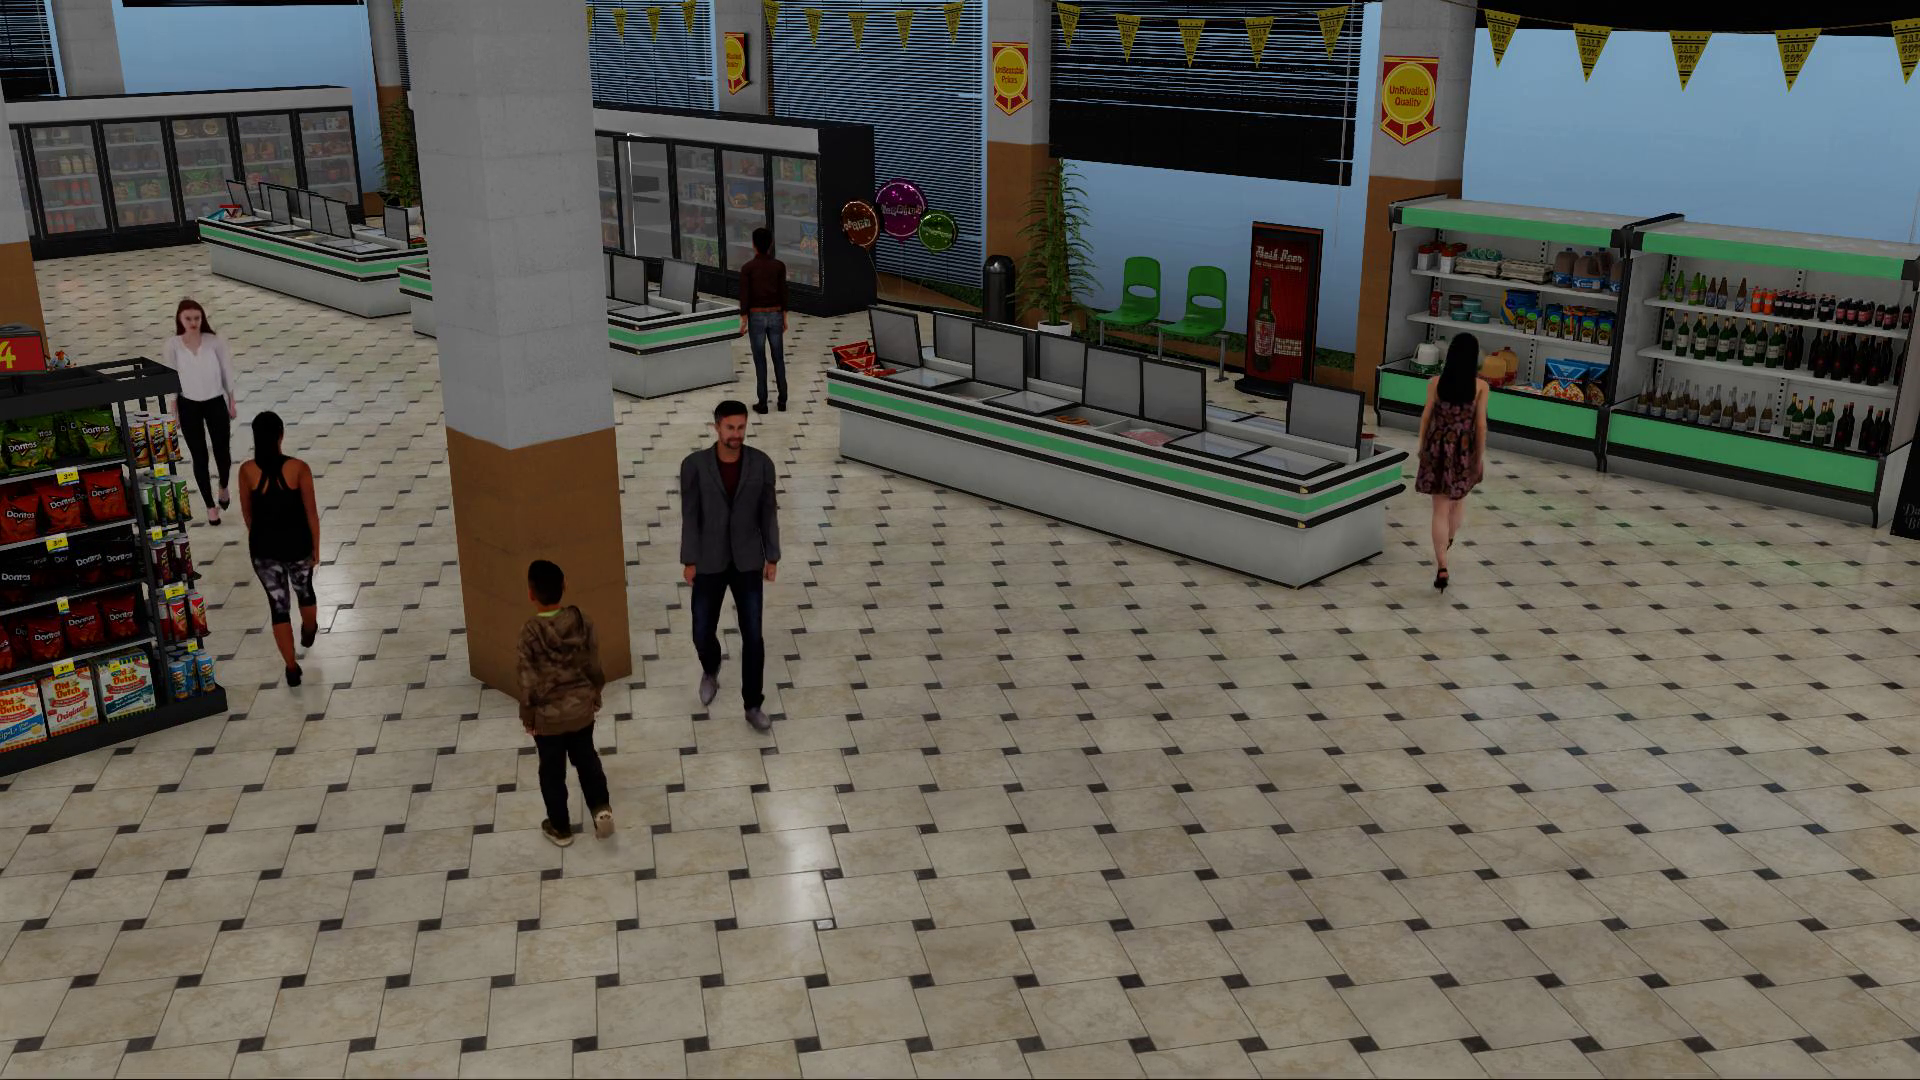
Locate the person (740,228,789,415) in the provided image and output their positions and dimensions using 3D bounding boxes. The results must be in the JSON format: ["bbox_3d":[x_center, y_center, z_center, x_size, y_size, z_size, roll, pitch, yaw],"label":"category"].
[{"bbox_3d":[-1.867,-2.111,16.016,0.706,1.781,0.656,-8,20,-22],"label":"person"}]

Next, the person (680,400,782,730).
[{"bbox_3d":[-1.306,0.116,9.287,0.952,1.861,1.041,-5,19,-14],"label":"person"}]

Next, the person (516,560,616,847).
[{"bbox_3d":[-1.860,0.806,7.887,0.634,1.448,0.752,-13,23,-34],"label":"person"}]

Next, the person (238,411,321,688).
[{"bbox_3d":[-4.002,0.078,9.786,0.921,1.614,1.175,-6,20,-17],"label":"person"}]

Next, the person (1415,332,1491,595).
[{"bbox_3d":[3.321,-0.482,11.285,1.178,1.716,1.108,4,19,11],"label":"person"}]

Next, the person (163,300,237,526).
[{"bbox_3d":[-5.805,-0.984,12.730,0.738,1.744,0.781,-8,20,-23],"label":"person"}]
